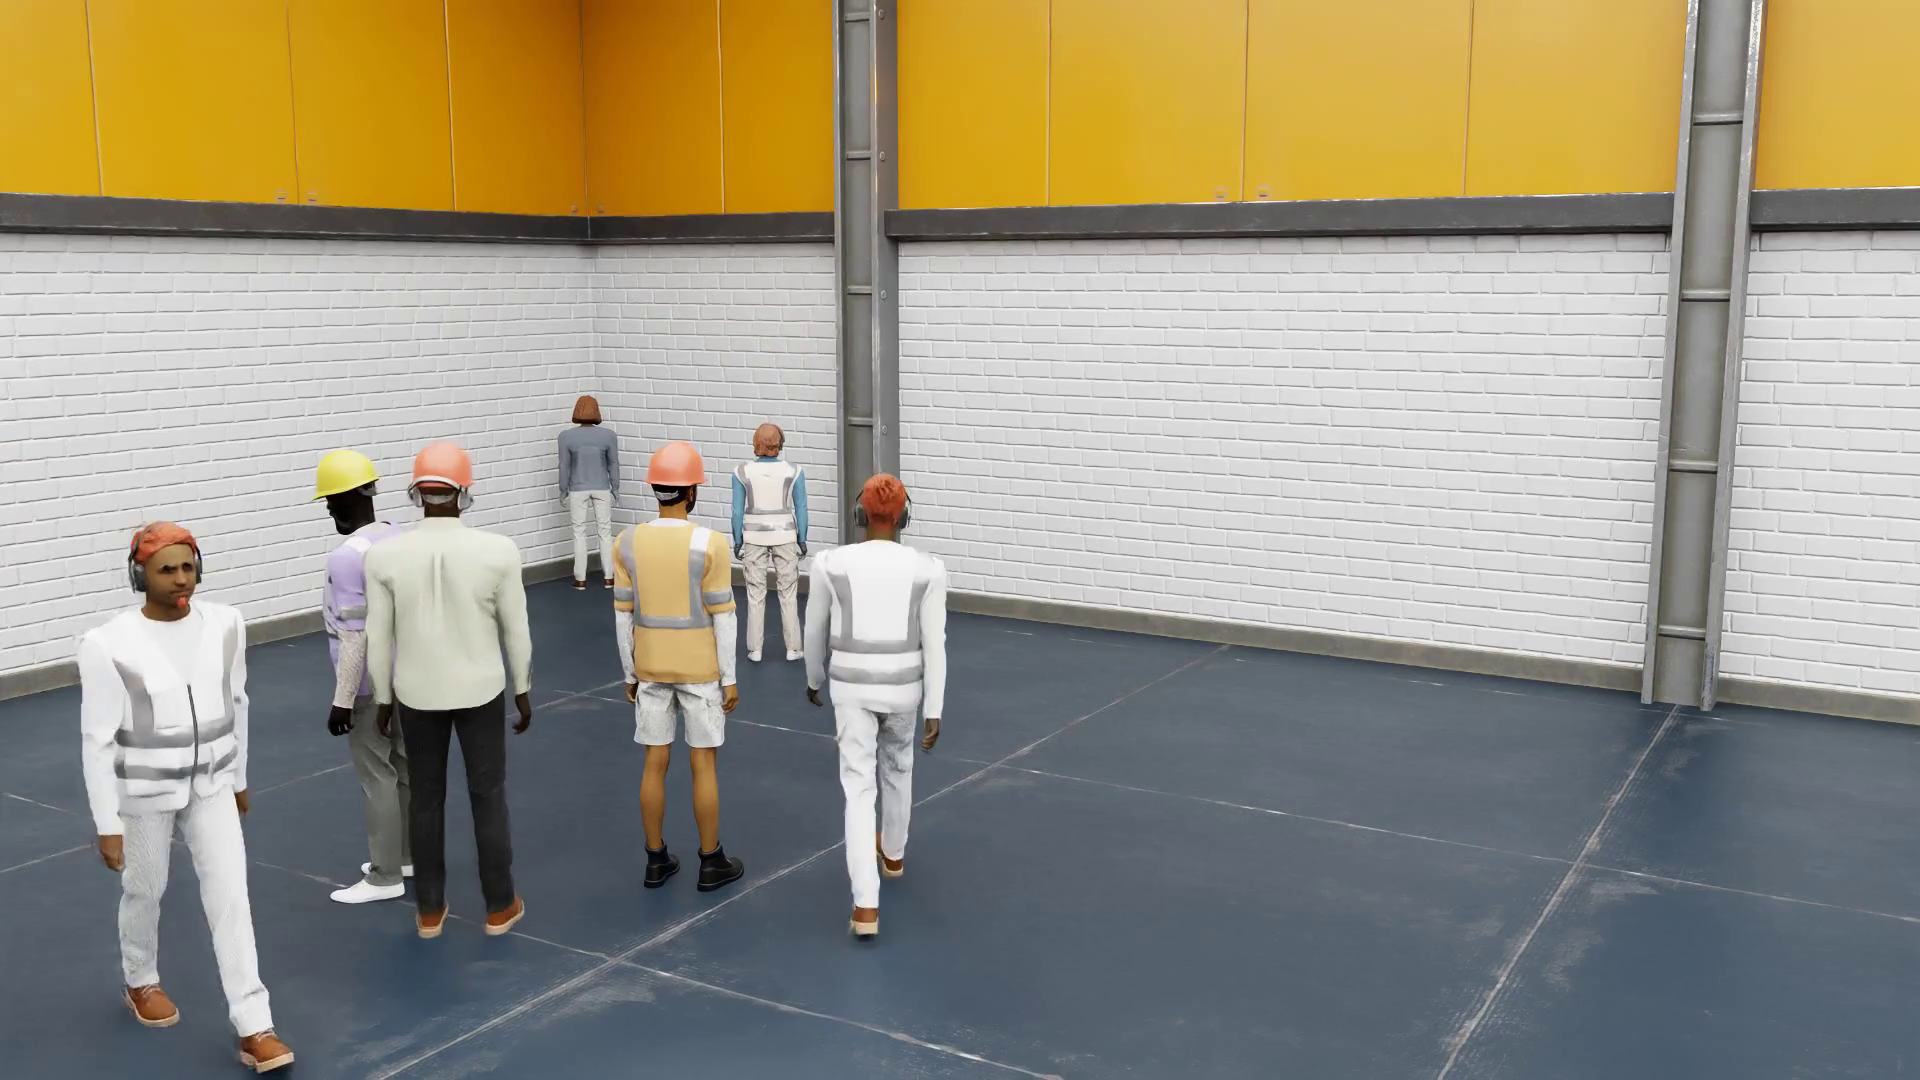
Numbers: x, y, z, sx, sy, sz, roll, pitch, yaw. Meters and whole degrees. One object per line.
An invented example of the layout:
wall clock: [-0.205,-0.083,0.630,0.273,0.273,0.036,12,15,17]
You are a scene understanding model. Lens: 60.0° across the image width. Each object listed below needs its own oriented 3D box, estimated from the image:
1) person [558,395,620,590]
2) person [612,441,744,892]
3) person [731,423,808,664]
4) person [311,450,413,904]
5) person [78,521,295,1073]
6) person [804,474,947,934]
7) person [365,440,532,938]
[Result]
person: [-3.111,-0.397,13.966,0.508,1.632,0.270,-3,10,-18]
person: [-1.200,0.545,7.138,0.542,1.939,0.359,2,9,14]
person: [-1.290,0.026,11.305,0.518,1.639,0.312,0,9,-3]
person: [-2.502,0.574,7.020,0.379,1.918,0.585,1,9,4]
person: [-2.653,0.845,5.618,1.004,1.830,0.597,8,12,40]
person: [-0.345,0.644,6.904,0.578,1.830,1.017,-1,9,-8]
person: [-2.024,0.598,6.642,0.622,1.992,0.395,-2,9,-10]
